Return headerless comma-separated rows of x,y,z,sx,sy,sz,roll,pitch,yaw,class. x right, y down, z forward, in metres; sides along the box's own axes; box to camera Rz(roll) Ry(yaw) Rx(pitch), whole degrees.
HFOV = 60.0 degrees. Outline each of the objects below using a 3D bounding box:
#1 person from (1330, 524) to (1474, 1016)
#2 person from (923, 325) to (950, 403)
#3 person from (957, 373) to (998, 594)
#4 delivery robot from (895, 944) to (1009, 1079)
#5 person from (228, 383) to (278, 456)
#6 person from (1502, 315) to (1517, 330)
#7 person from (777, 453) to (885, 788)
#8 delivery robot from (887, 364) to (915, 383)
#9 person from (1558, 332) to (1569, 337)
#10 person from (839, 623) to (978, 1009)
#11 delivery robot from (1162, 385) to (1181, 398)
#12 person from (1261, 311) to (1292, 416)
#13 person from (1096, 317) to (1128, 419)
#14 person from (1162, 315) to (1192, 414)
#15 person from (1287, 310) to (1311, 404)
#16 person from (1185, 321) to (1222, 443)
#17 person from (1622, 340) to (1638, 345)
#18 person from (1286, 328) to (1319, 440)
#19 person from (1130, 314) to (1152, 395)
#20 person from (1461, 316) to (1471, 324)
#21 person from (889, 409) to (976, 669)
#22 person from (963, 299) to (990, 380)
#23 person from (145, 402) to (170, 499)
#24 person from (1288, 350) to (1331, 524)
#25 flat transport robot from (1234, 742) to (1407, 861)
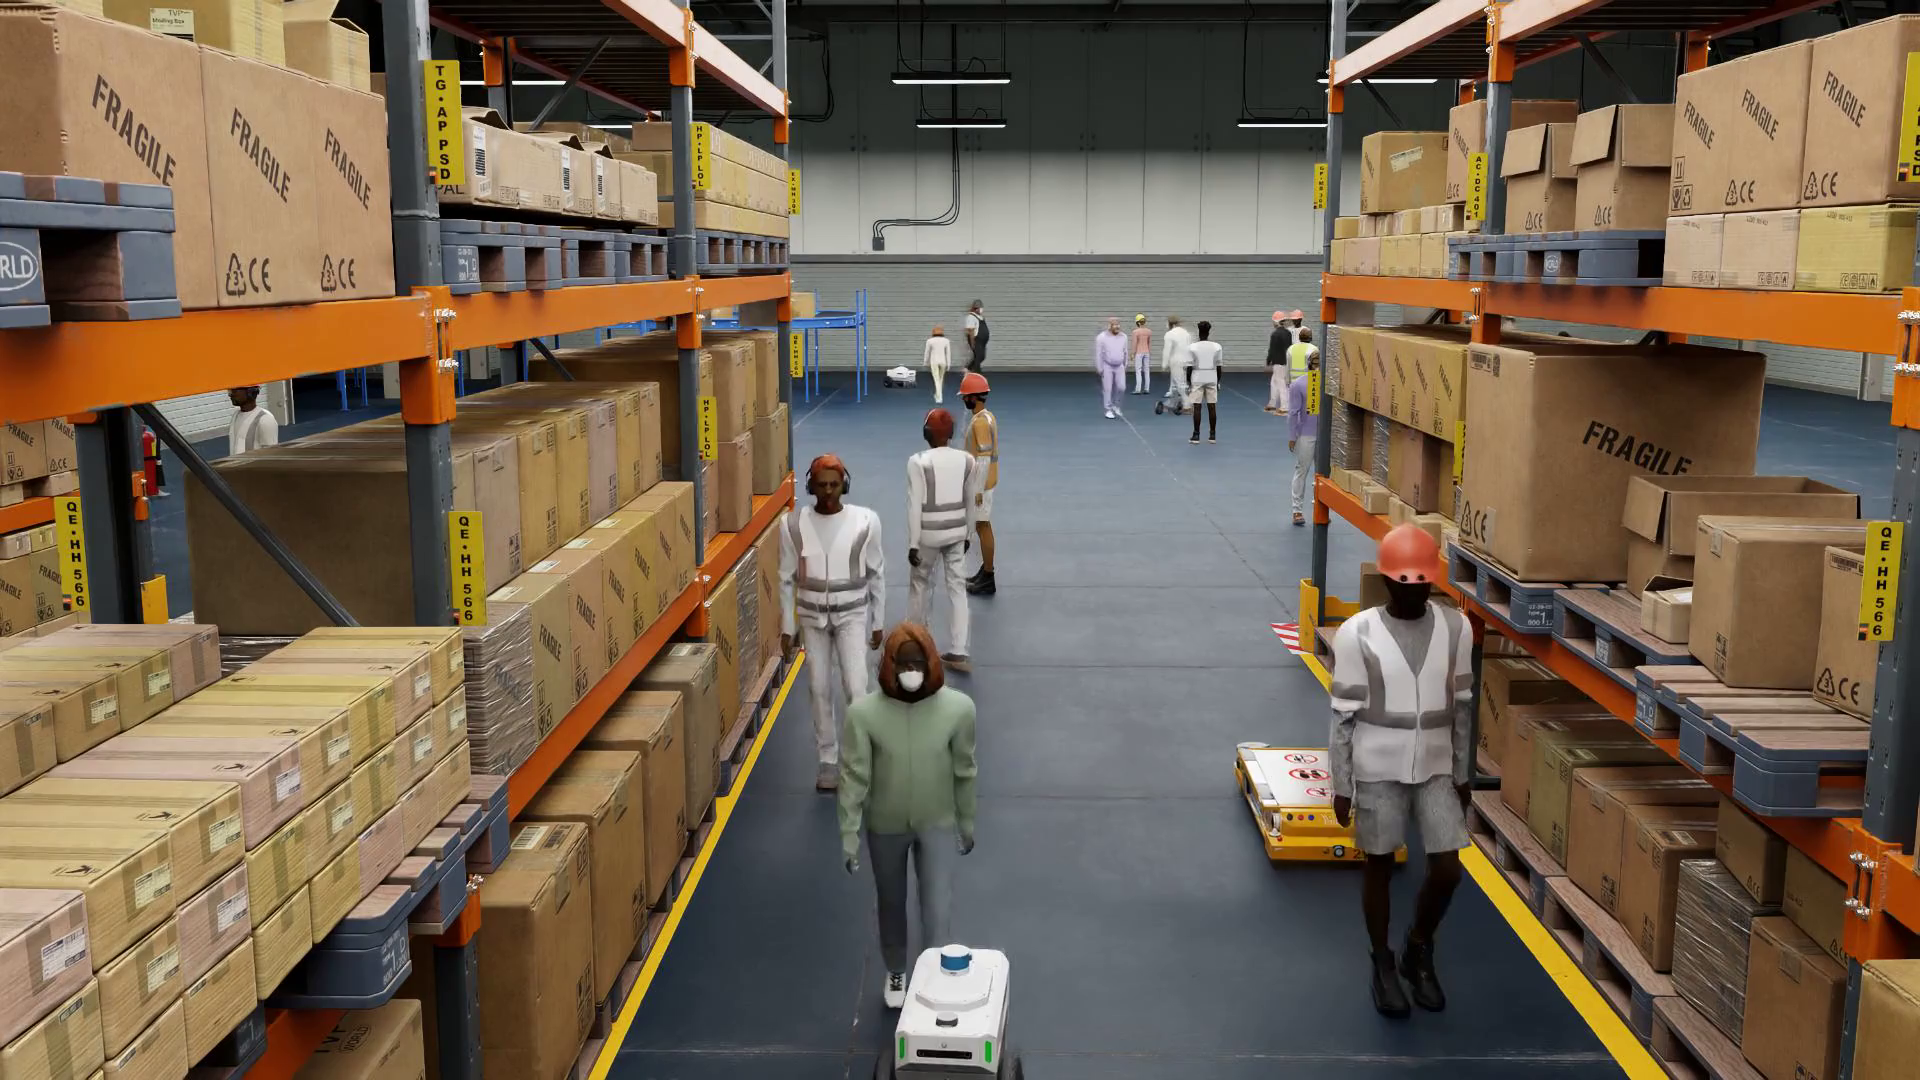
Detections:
1.698,0.893,6.346,0.585,1.922,0.457,-1,9,-4,person
-0.487,-3.655,34.567,0.518,1.587,0.837,-3,10,-19,person
0.152,-0.506,14.692,0.368,1.933,0.552,1,9,3,person
-0.017,1.647,5.766,0.477,0.478,0.707,1,10,6,delivery robot
-5.957,-0.441,13.982,0.606,2.044,0.373,7,12,37,person
13.377,-4.724,40.604,0.911,1.721,0.524,-3,10,-18,person
-0.707,0.455,9.128,0.574,1.869,0.469,1,10,4,person
-1.368,-3.856,38.732,0.707,0.478,0.477,9,13,42,delivery robot
10.779,-2.913,29.935,0.546,1.654,0.846,1,10,9,person
-0.192,1.085,6.211,0.518,1.581,0.870,-1,10,-4,person
4.131,-2.870,32.049,0.335,0.223,0.698,6,12,34,delivery robot
5.978,-3.367,31.709,0.814,1.967,0.642,8,12,39,person
2.857,-3.216,31.076,0.641,1.891,0.421,-3,10,-15,person
4.117,-3.388,32.083,0.969,1.887,0.639,9,13,42,person
6.892,-3.743,34.077,0.552,1.935,0.374,6,11,32,person
3.921,-2.543,26.798,0.603,1.966,0.372,-1,10,-6,person
9.220,-1.840,22.957,0.346,1.844,0.507,8,13,41,person
5.628,-2.541,27.149,0.429,1.845,0.633,-9,13,-42,person
3.988,-4.096,36.729,0.524,1.760,0.326,-6,11,-31,person
12.308,-4.630,40.354,0.396,1.620,0.611,-1,9,-4,person
-0.194,-0.033,12.097,0.611,1.844,0.915,-6,11,-30,person
0.404,-4.882,40.717,0.635,2.000,0.695,3,10,20,person
-10.111,-1.428,20.478,0.563,1.847,0.389,4,10,21,person
3.949,-1.146,18.514,0.635,1.937,0.352,-2,10,-11,person
1.852,1.344,8.713,0.652,0.197,1.431,0,9,2,flat transport robot
